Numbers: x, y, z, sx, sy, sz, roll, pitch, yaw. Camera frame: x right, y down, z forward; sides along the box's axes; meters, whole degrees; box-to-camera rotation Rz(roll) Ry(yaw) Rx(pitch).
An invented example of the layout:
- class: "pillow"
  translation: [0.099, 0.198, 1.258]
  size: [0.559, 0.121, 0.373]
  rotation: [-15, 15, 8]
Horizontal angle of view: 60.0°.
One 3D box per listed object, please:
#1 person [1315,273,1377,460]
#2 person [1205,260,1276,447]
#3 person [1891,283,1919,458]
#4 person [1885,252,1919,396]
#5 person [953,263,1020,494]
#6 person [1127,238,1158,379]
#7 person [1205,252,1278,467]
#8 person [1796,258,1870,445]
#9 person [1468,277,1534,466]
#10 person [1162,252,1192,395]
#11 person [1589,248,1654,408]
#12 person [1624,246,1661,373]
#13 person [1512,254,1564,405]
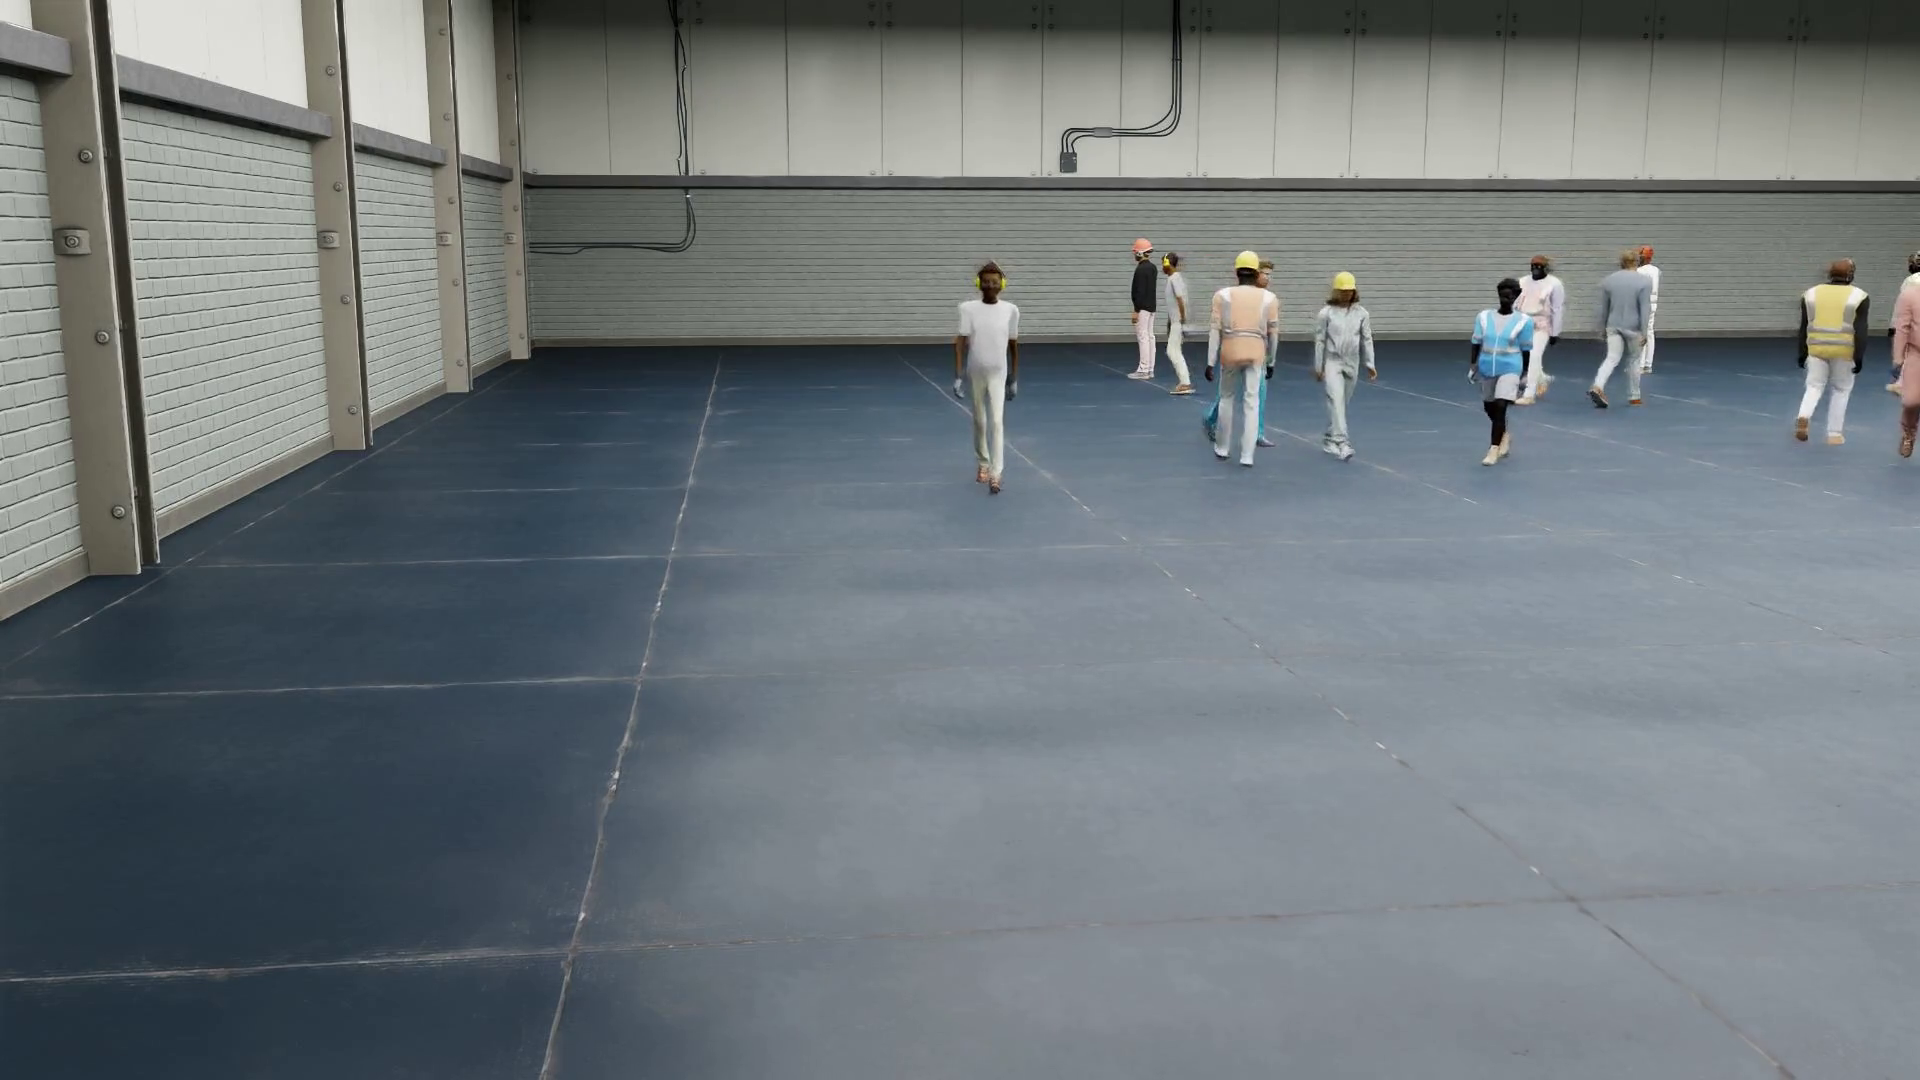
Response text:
- class: "person"
  translation: [3.515, -1.589, 15.219]
  size: [0.503, 1.691, 0.893]
  rotation: [-2, 11, -11]
- class: "person"
  translation: [2.765, -1.824, 16.232]
  size: [0.585, 1.816, 0.768]
  rotation: [-7, 12, -33]
- class: "person"
  translation: [8.623, -1.596, 14.718]
  size: [0.666, 1.891, 0.461]
  rotation: [5, 11, 25]
- class: "person"
  translation: [12.056, -2.743, 21.194]
  size: [0.660, 1.822, 0.713]
  rotation: [-5, 11, -24]
- class: "person"
  translation: [0.217, -1.316, 13.420]
  size: [0.518, 1.823, 0.993]
  rotation: [1, 10, 5]
- class: "person"
  translation: [2.620, -3.306, 23.816]
  size: [0.379, 1.996, 0.608]
  rotation: [5, 12, 26]
- class: "person"
  translation: [2.512, -1.623, 14.909]
  size: [0.646, 1.877, 0.914]
  rotation: [0, 10, 1]
- class: "person"
  translation: [8.410, -1.806, 16.069]
  size: [0.675, 1.819, 0.636]
  rotation: [-10, 14, -43]
- class: "person"
  translation: [4.886, -1.527, 14.950]
  size: [0.530, 1.670, 0.798]
  rotation: [8, 13, 38]
- class: "person"
  translation: [2.795, -2.795, 21.469]
  size: [0.481, 1.828, 0.550]
  rotation: [2, 10, 10]
- class: "person"
  translation: [7.846, -2.508, 19.758]
  size: [0.927, 1.901, 0.635]
  rotation: [-9, 14, -41]
- class: "person"
  translation: [10.158, -3.416, 24.734]
  size: [0.575, 1.882, 0.360]
  rotation: [-7, 13, -35]
- class: "person"
  translation: [7.008, -2.551, 20.170]
  size: [0.628, 1.818, 0.634]
  rotation: [-7, 12, -34]
